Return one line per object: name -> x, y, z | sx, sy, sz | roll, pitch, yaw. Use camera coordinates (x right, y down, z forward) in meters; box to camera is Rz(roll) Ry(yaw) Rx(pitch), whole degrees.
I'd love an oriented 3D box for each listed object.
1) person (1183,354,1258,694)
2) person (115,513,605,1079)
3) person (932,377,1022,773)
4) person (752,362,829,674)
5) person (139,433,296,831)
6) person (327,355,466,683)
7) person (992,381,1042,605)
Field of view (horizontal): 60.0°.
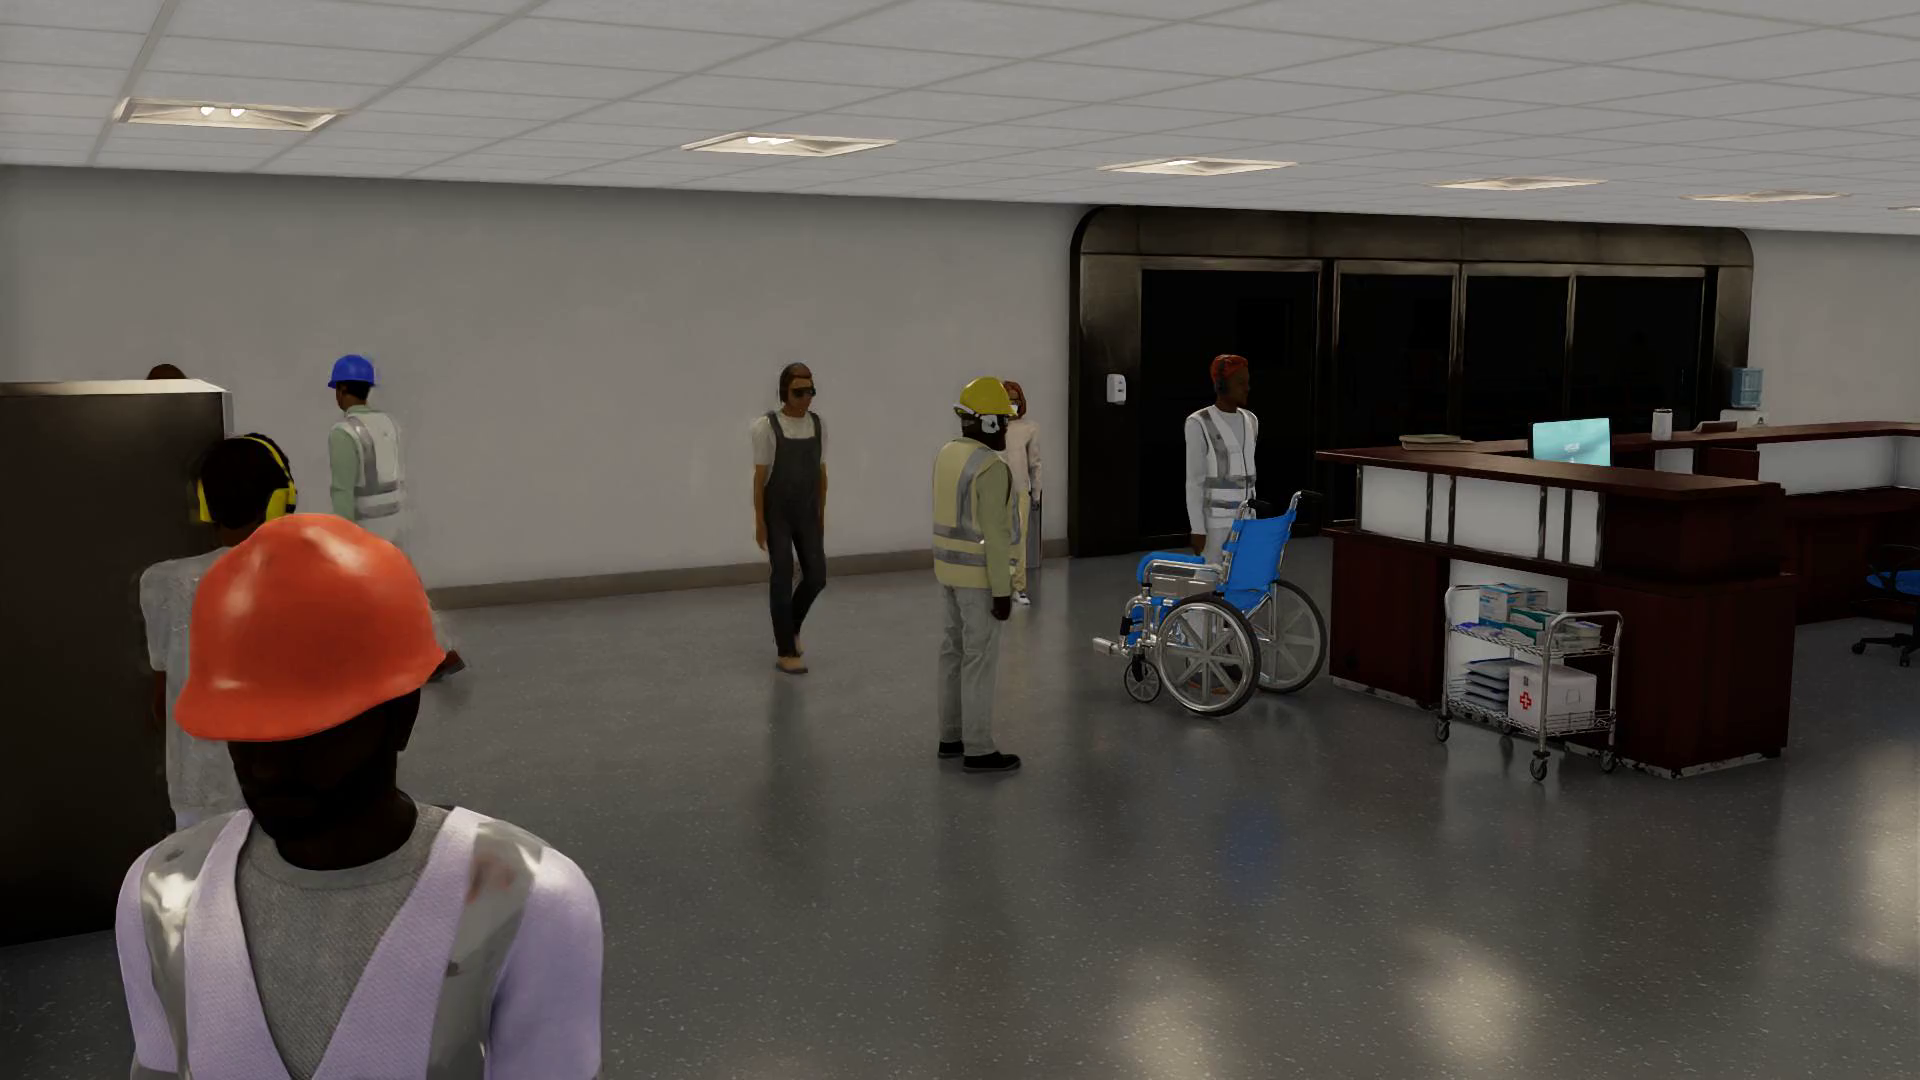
person -> 1.482, -0.094, 9.325 | 0.578, 1.883, 0.353 | -8, 11, -44
person -> -0.648, 0.924, 1.817 | 0.542, 1.928, 0.399 | 1, 8, 6
person -> 0.084, 0.160, 7.719 | 0.404, 1.825, 0.595 | -4, 9, -26
person -> -0.999, -0.129, 9.777 | 0.512, 1.828, 0.443 | -5, 9, -32
person -> -1.772, 0.645, 4.228 | 0.505, 1.819, 0.965 | 0, 8, 0
person -> -3.305, -0.090, 9.313 | 0.946, 1.891, 0.632 | 1, 8, 8
person -> 0.342, -0.332, 11.991 | 0.504, 1.627, 0.285 | -1, 8, -7
